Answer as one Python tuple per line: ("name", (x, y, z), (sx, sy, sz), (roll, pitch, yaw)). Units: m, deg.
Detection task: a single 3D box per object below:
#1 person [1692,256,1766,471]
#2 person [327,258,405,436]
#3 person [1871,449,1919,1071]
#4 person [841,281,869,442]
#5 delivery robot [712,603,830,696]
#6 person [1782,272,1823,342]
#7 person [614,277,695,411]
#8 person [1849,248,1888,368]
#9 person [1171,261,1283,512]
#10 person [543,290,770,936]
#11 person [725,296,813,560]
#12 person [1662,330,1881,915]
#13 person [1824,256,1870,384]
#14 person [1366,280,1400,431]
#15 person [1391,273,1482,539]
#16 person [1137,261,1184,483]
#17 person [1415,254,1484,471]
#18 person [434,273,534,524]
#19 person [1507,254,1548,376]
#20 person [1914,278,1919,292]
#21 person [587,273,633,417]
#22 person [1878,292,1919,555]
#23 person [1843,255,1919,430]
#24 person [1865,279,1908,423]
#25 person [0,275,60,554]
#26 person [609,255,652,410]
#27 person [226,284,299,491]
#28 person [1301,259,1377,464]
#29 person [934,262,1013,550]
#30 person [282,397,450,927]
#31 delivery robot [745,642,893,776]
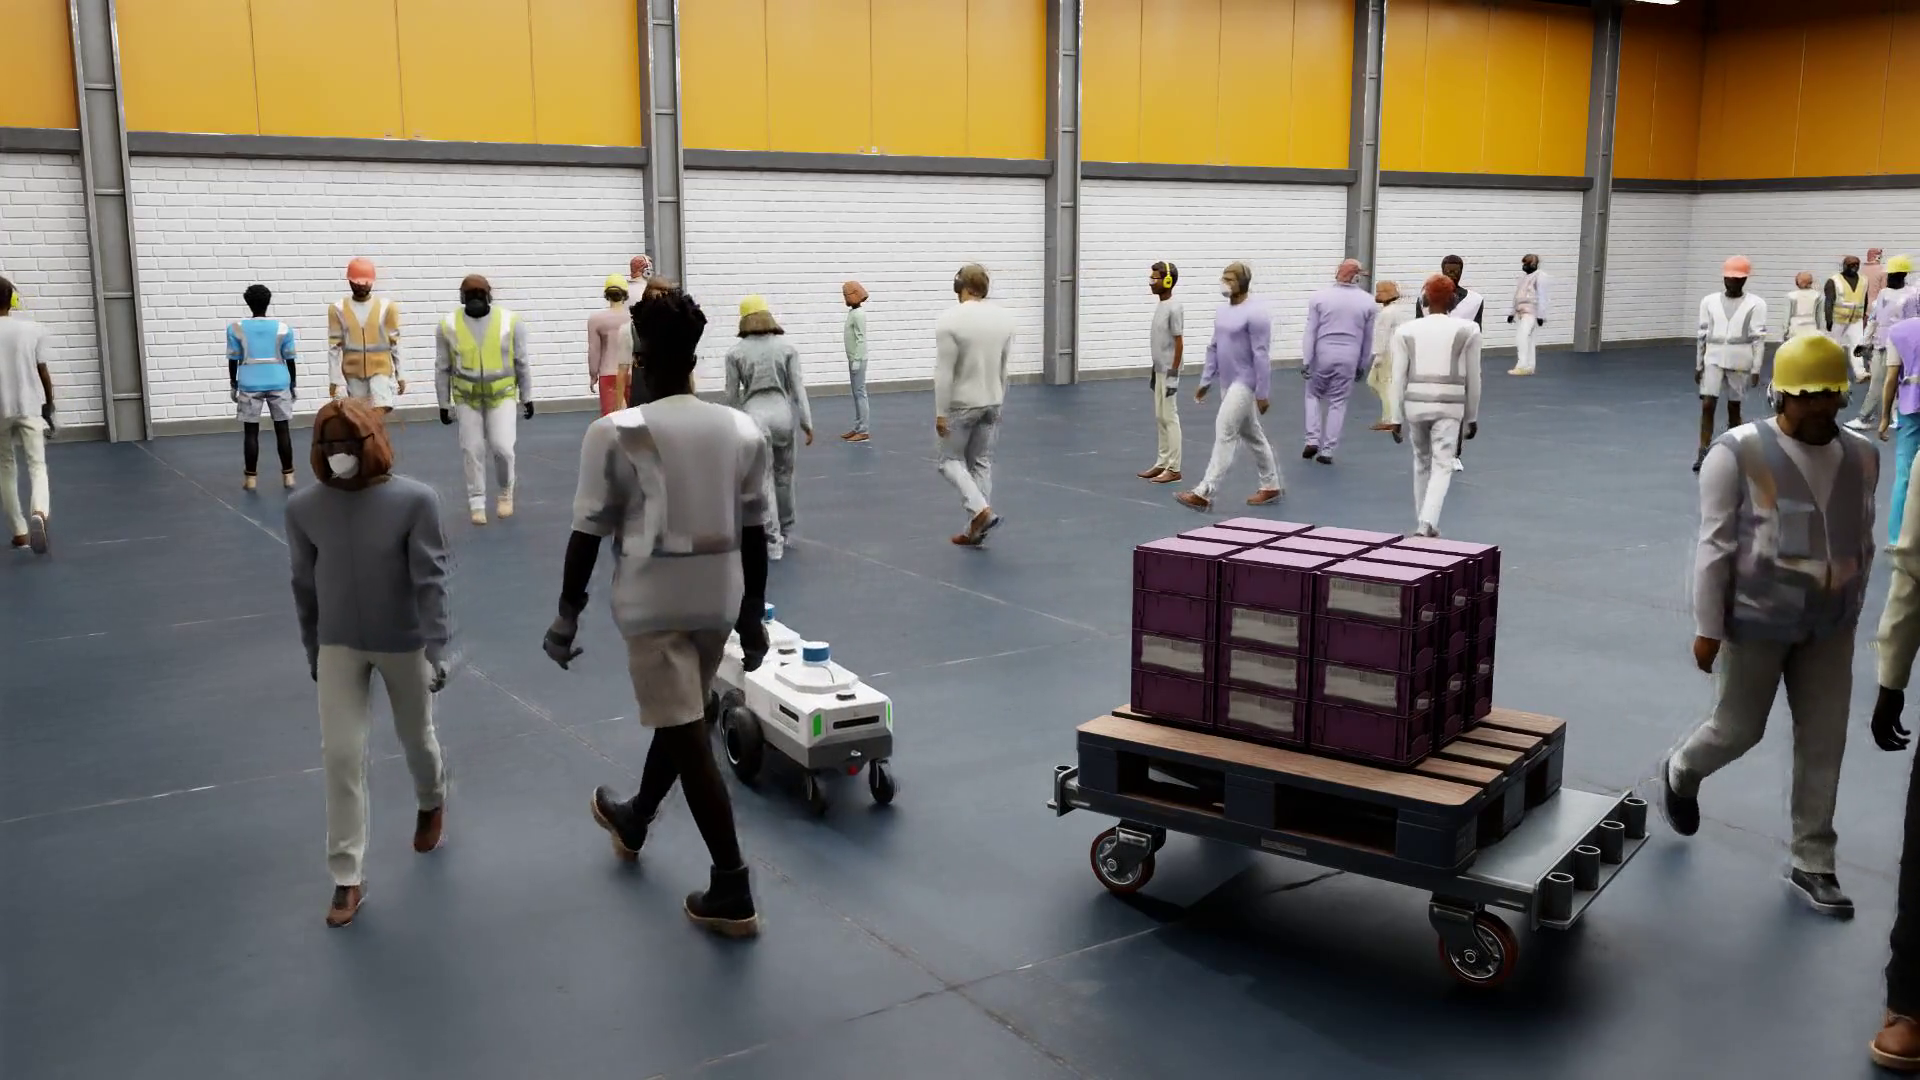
("person", (6.791, -1.547, 14.724), (0.567, 1.899, 0.851), (7, 12, 32))
("person", (-4.898, -1.360, 13.703), (0.592, 1.895, 0.710), (-3, 11, -14))
("person", (2.479, 0.382, 3.968), (0.451, 1.976, 0.638), (-4, 11, -22))
("person", (-1.065, -1.817, 16.951), (0.282, 1.632, 0.499), (-2, 10, -10))
("delivery robot", (-0.820, 0.507, 6.910), (0.477, 0.478, 0.707), (-6, 12, -28))
("person", (11.299, -2.788, 22.368), (0.525, 1.599, 0.835), (2, 11, 12))
("person", (-1.999, -0.801, 10.899), (0.533, 1.804, 0.881), (-1, 10, -6))
("person", (14.491, -3.688, 26.481), (0.406, 1.902, 0.636), (-6, 12, -31))
("person", (2.087, -1.159, 12.660), (1.037, 1.892, 0.628), (-3, 11, -18))
("person", (-0.937, 0.196, 5.144), (1.017, 1.899, 0.625), (10, 14, 44))
("person", (-1.263, -0.749, 10.923), (0.547, 1.681, 0.849), (-2, 11, -12))
("person", (2.596, 0.223, 5.328), (0.595, 1.801, 0.762), (-1, 10, -6))
("person", (12.584, -3.105, 23.552), (0.660, 1.794, 0.939), (0, 10, 1))
("person", (4.527, -1.968, 17.827), (0.343, 1.620, 0.500), (2, 11, 13))
("person", (3.112, -0.833, 10.988), (0.567, 1.849, 0.934), (6, 12, 29))
("person", (1.728, -1.416, 14.102), (0.332, 1.874, 0.520), (-2, 10, -10))
("person", (4.345, -1.580, 14.863), (0.593, 1.922, 0.391), (2, 11, 13))
("person", (-3.438, -1.010, 12.027), (0.692, 1.819, 0.441), (-2, 11, -13))
("person", (8.445, -3.383, 25.022), (0.653, 1.824, 0.639), (-1, 10, -6))
("person", (11.922, -2.598, 20.289), (0.607, 1.995, 1.104), (2, 11, 11))
("person", (-2.932, -1.405, 14.333), (0.532, 1.765, 0.328), (-3, 11, -14))
("person", (6.259, -0.787, 10.744), (0.563, 1.838, 0.391), (5, 12, 26))
("person", (10.013, -2.112, 17.923), (0.945, 1.877, 0.589), (0, 10, -1))
("person", (10.442, -2.131, 18.655), (0.517, 1.641, 0.308), (5, 12, 27))
("person", (-6.208, -0.823, 10.932), (0.522, 1.850, 0.796), (-6, 12, -31))
("person", (-3.103, -1.824, 16.268), (0.639, 1.900, 0.404), (6, 12, 29))
("person", (-5.729, -1.253, 13.697), (0.547, 1.693, 0.318), (-5, 11, -26))
("person", (3.465, -1.642, 15.327), (0.672, 1.875, 0.517), (0, 10, 2))
("person", (0.107, -0.865, 10.989), (0.637, 1.915, 0.513), (-8, 13, -37))
("person", (-1.860, 0.326, 5.316), (0.502, 1.595, 0.806), (-2, 10, -8))
("delivery robot", (-0.538, 0.627, 6.254), (0.477, 0.478, 0.707), (-6, 12, -28))
